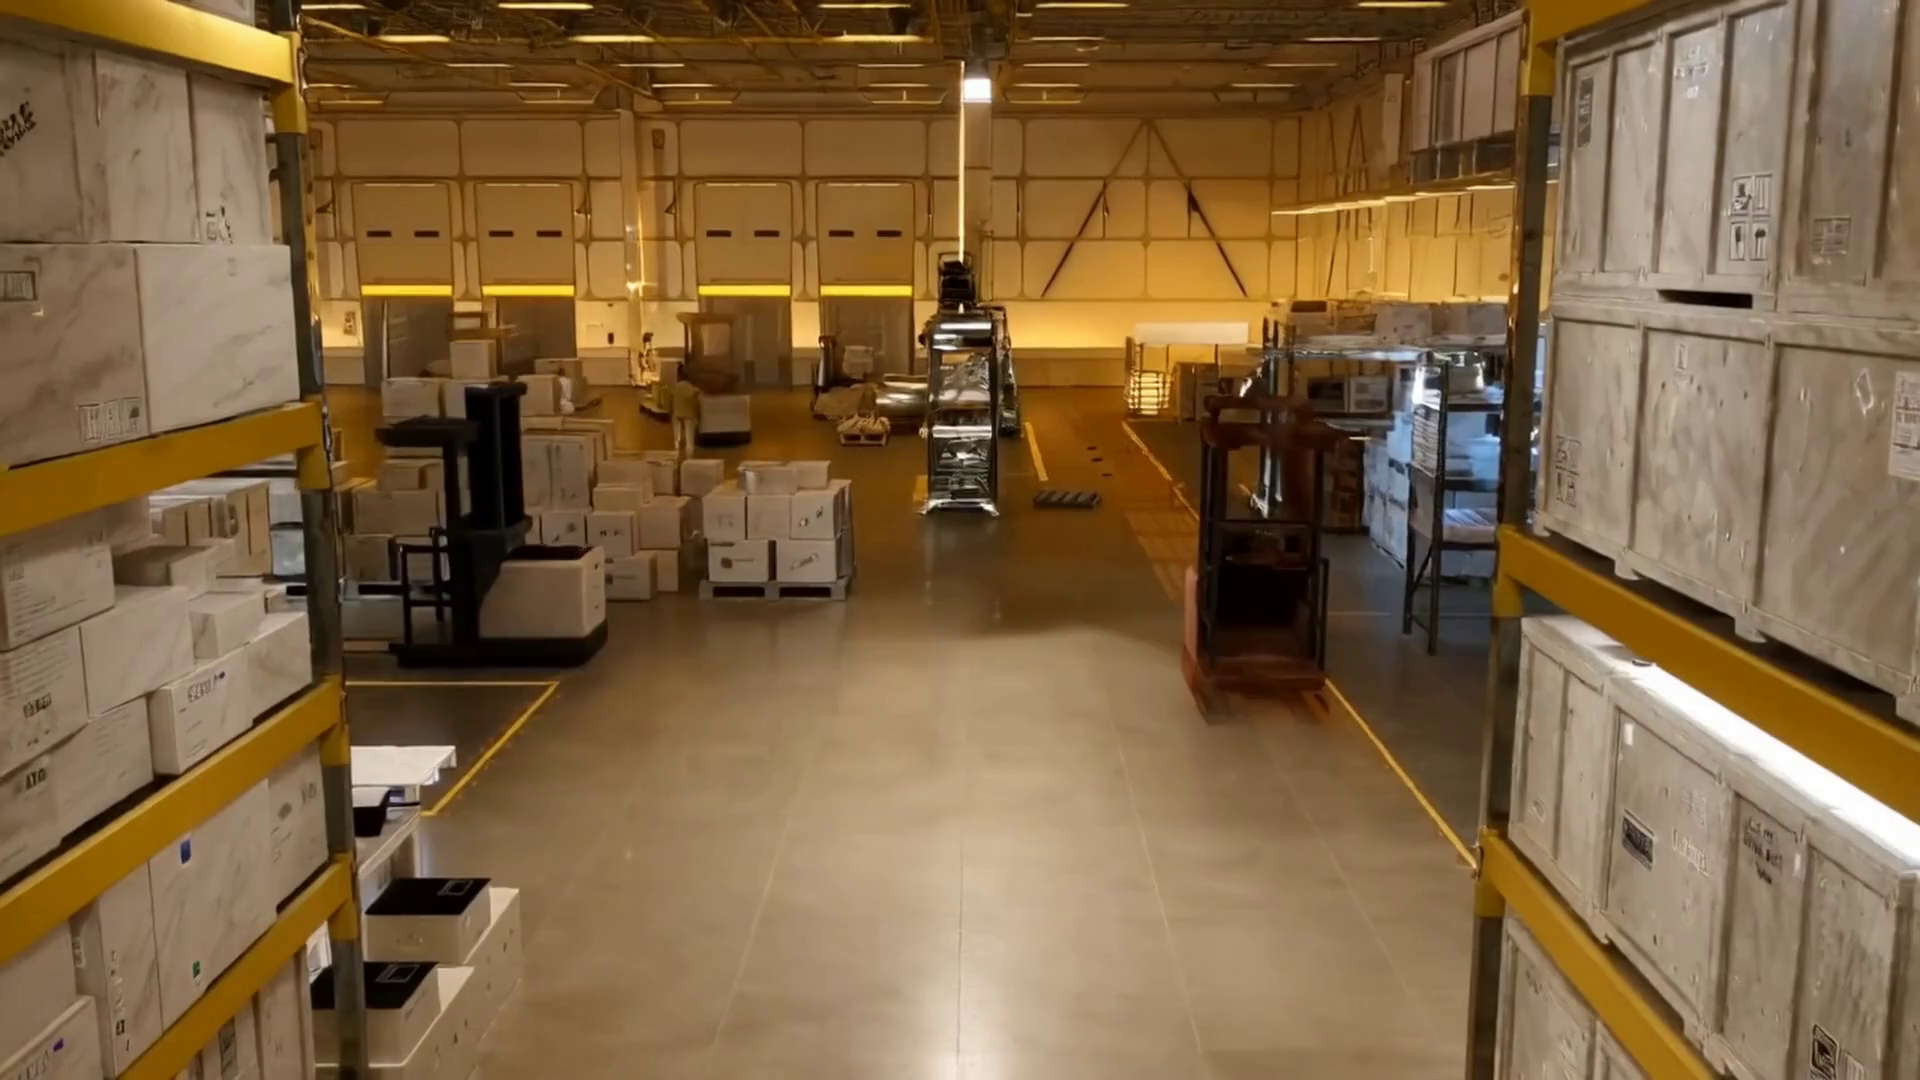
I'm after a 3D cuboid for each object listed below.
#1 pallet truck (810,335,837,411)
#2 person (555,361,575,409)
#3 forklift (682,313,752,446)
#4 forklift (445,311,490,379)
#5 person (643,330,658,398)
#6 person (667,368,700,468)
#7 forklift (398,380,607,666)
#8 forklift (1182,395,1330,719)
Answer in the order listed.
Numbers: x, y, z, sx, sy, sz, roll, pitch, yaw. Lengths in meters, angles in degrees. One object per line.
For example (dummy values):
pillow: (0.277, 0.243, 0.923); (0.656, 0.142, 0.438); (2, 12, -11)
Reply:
pallet truck: (-3.021, -4.312, 43.126); (1.885, 1.965, 0.823); (3, 10, 17)
person: (-8.077, -2.675, 33.899); (0.427, 1.918, 0.562); (5, 11, 27)
forklift: (-5.311, -3.521, 36.017); (1.129, 2.768, 1.873); (-5, 11, -25)
forklift: (-10.825, -3.651, 36.765); (1.129, 2.768, 1.873); (2, 10, 13)
person: (-8.792, -4.981, 47.189); (0.389, 1.930, 0.544); (-8, 12, -37)
person: (-5.273, -2.320, 31.825); (0.629, 1.931, 0.356); (2, 10, 9)
forklift: (-4.653, -0.202, 16.866); (1.873, 2.768, 1.129); (0, 10, 1)
forklift: (2.705, 0.061, 15.351); (1.129, 2.768, 1.873); (0, 10, 1)
